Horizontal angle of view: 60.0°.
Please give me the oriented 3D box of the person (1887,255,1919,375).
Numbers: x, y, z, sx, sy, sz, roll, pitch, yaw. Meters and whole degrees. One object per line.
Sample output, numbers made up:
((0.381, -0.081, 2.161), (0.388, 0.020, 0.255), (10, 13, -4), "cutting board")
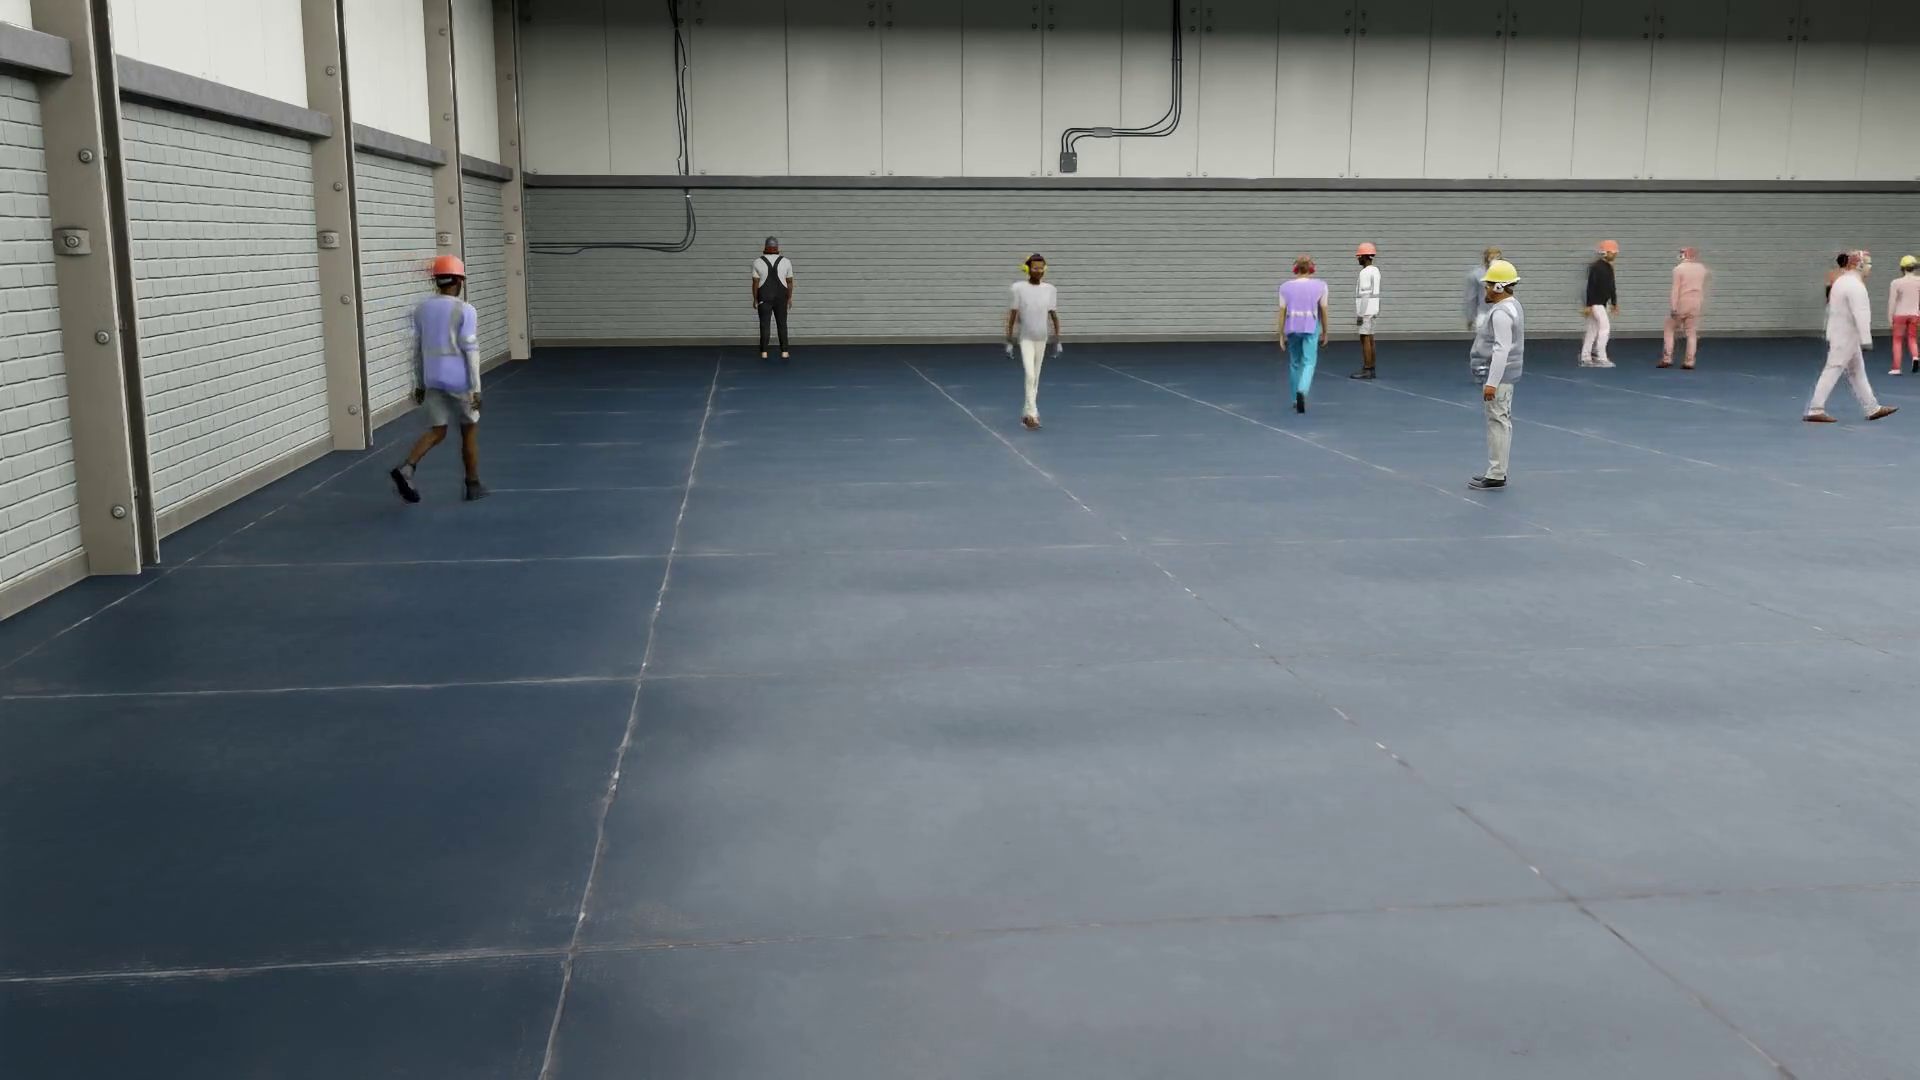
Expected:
((13.821, -3.274, 24.280), (0.532, 1.754, 0.439), (1, 10, 7), "person")

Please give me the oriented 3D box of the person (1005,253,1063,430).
((0.818, -2.067, 17.447), (0.562, 1.837, 0.845), (-4, 11, -19), "person")

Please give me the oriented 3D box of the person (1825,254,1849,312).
((17.130, -4.708, 32.337), (0.560, 1.678, 0.540), (8, 13, 36), "person")

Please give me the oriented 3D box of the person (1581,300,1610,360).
((10.428, -3.719, 27.198), (0.469, 1.596, 0.572), (2, 10, 8), "person")

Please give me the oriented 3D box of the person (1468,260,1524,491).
((4.293, -1.312, 13.332), (0.403, 1.834, 0.588), (5, 11, 24), "person")

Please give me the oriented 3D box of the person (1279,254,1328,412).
((3.979, -2.409, 19.383), (0.562, 1.824, 0.822), (4, 11, 22), "person")

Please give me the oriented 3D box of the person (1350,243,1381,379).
((5.773, -3.259, 23.725), (0.373, 1.935, 0.552), (6, 12, 30), "person")

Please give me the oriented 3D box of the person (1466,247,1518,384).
((7.195, -3.014, 22.537), (0.646, 1.892, 1.024), (0, 10, -1), "person")

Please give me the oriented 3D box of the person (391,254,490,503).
((-3.921, -1.201, 12.560), (0.585, 1.904, 0.791), (4, 11, 20), "person")

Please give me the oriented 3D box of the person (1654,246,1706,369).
((11.093, -3.569, 25.581), (0.667, 1.876, 0.732), (-4, 11, -20), "person")

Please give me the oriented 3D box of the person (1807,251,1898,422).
((9.766, -2.193, 18.075), (0.964, 1.857, 0.677), (3, 11, 15), "person")

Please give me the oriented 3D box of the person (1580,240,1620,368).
((9.987, -3.639, 25.724), (0.761, 1.962, 0.606), (8, 13, 39), "person")

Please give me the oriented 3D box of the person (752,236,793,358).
((-3.163, -4.085, 27.967), (0.689, 2.000, 0.538), (-2, 11, -12), "person")
